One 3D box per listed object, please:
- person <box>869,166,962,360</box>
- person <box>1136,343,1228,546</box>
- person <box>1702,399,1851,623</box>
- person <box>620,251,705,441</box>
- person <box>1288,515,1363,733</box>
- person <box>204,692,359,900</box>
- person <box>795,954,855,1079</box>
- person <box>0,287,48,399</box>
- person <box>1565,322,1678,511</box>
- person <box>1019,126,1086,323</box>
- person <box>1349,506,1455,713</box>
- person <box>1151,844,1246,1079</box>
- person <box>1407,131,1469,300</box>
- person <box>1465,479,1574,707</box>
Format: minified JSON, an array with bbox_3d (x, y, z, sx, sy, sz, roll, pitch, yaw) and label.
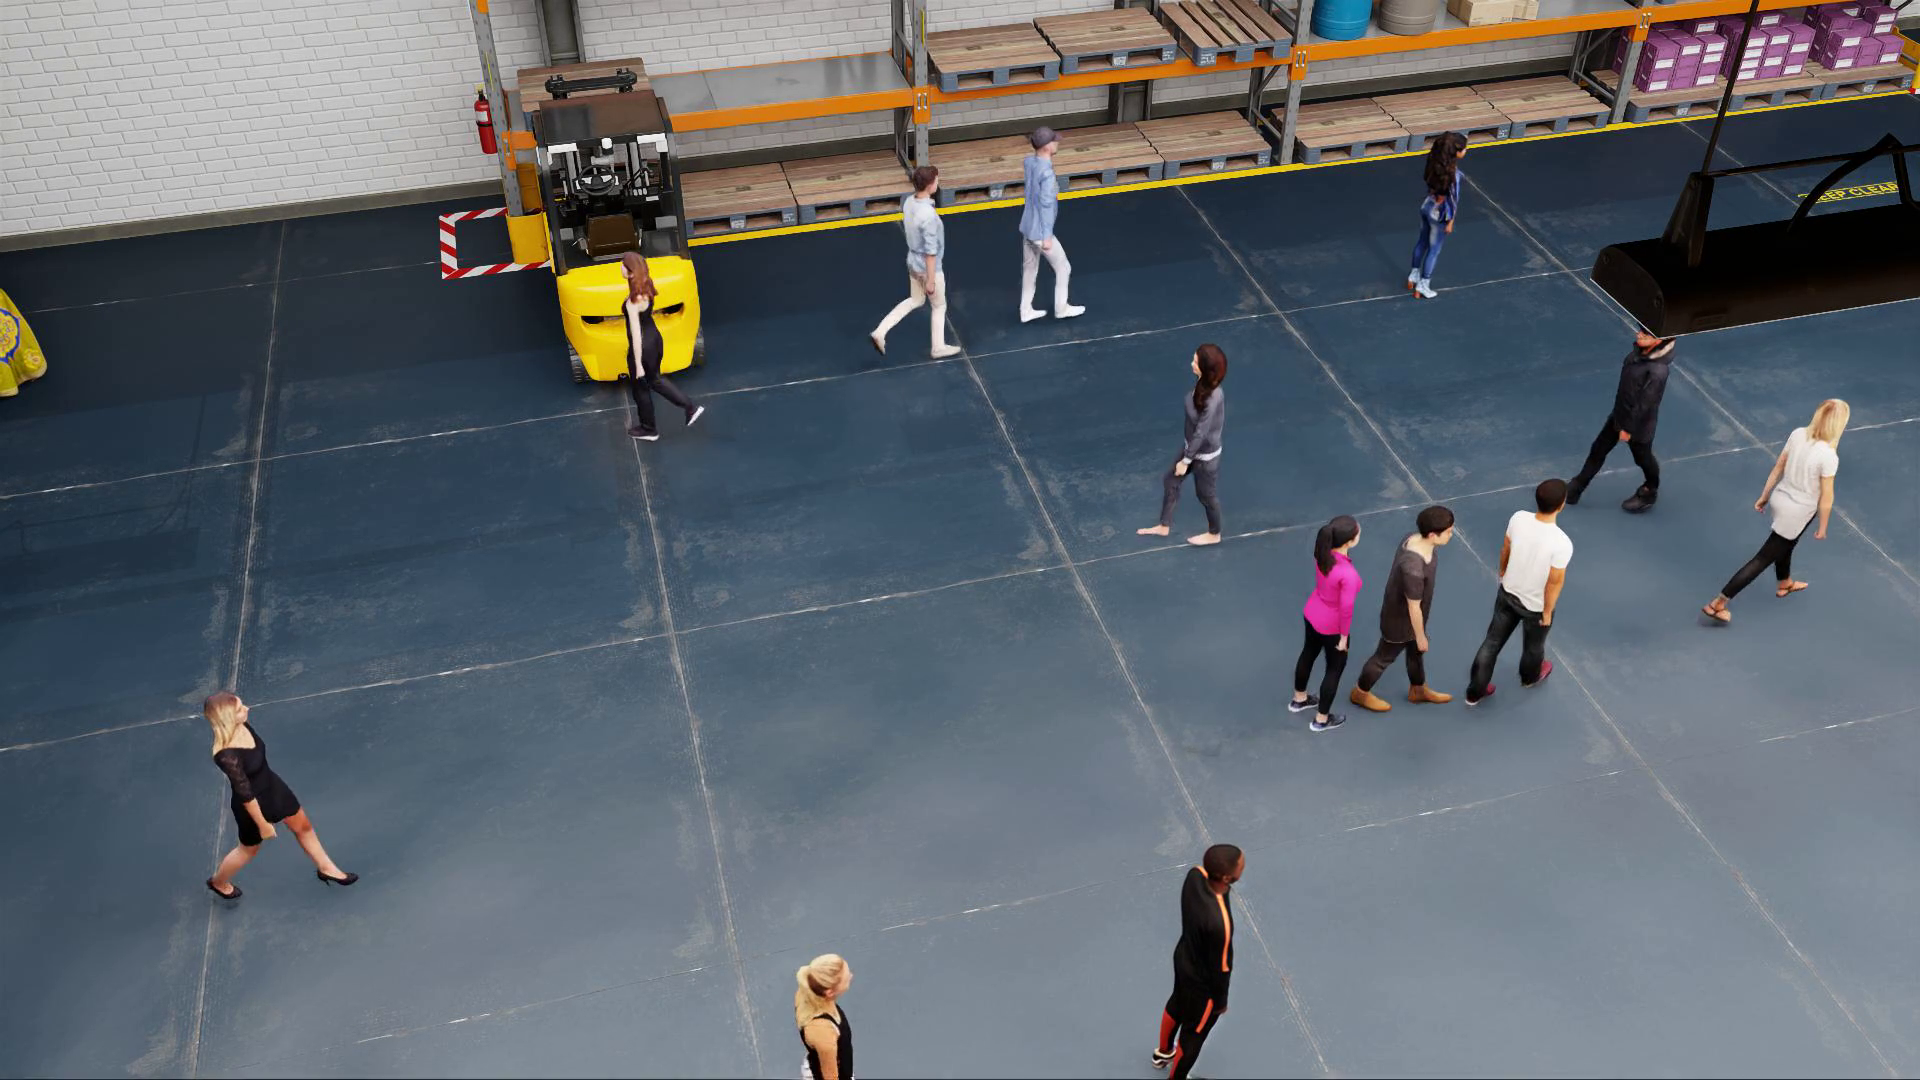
[{"bbox_3d":[-0.394,-2.303,14.181,1.104,1.825,0.782,-17,42,-20],"label":"person"},{"bbox_3d":[1.852,-0.665,12.195,0.873,1.744,0.652,-7,39,-8],"label":"person"},{"bbox_3d":[5.676,-0.157,11.529,1.205,1.781,0.690,-12,40,-15],"label":"person"},{"bbox_3d":[-2.426,-1.525,13.278,0.984,1.736,0.801,5,39,6],"label":"person"},{"bbox_3d":[2.326,0.517,10.763,0.656,1.694,0.639,-15,41,-18],"label":"person"},{"bbox_3d":[-4.109,1.528,9.532,1.084,1.639,0.632,-6,39,-7],"label":"person"},{"bbox_3d":[-0.700,2.622,8.002,0.645,1.840,0.643,-12,40,-15],"label":"person"},{"bbox_3d":[-8.215,-1.965,13.898,1.054,1.659,1.003,18,42,21],"label":"person"},{"bbox_3d":[5.162,-0.928,12.530,1.140,1.735,0.725,-3,39,-4],"label":"person"},{"bbox_3d":[0.641,-2.738,14.687,0.882,1.872,0.761,-16,41,-20],"label":"person"},{"bbox_3d":[2.821,0.450,10.840,1.023,1.692,0.924,13,41,16],"label":"person"},{"bbox_3d":[1.225,2.210,8.547,0.557,1.804,0.614,-8,39,-10],"label":"person"},{"bbox_3d":[4.349,-2.972,15.182,0.529,1.621,0.596,-10,40,-12],"label":"person"},{"bbox_3d":[3.634,0.385,10.863,1.086,1.775,0.895,-25,45,-28],"label":"person"}]
